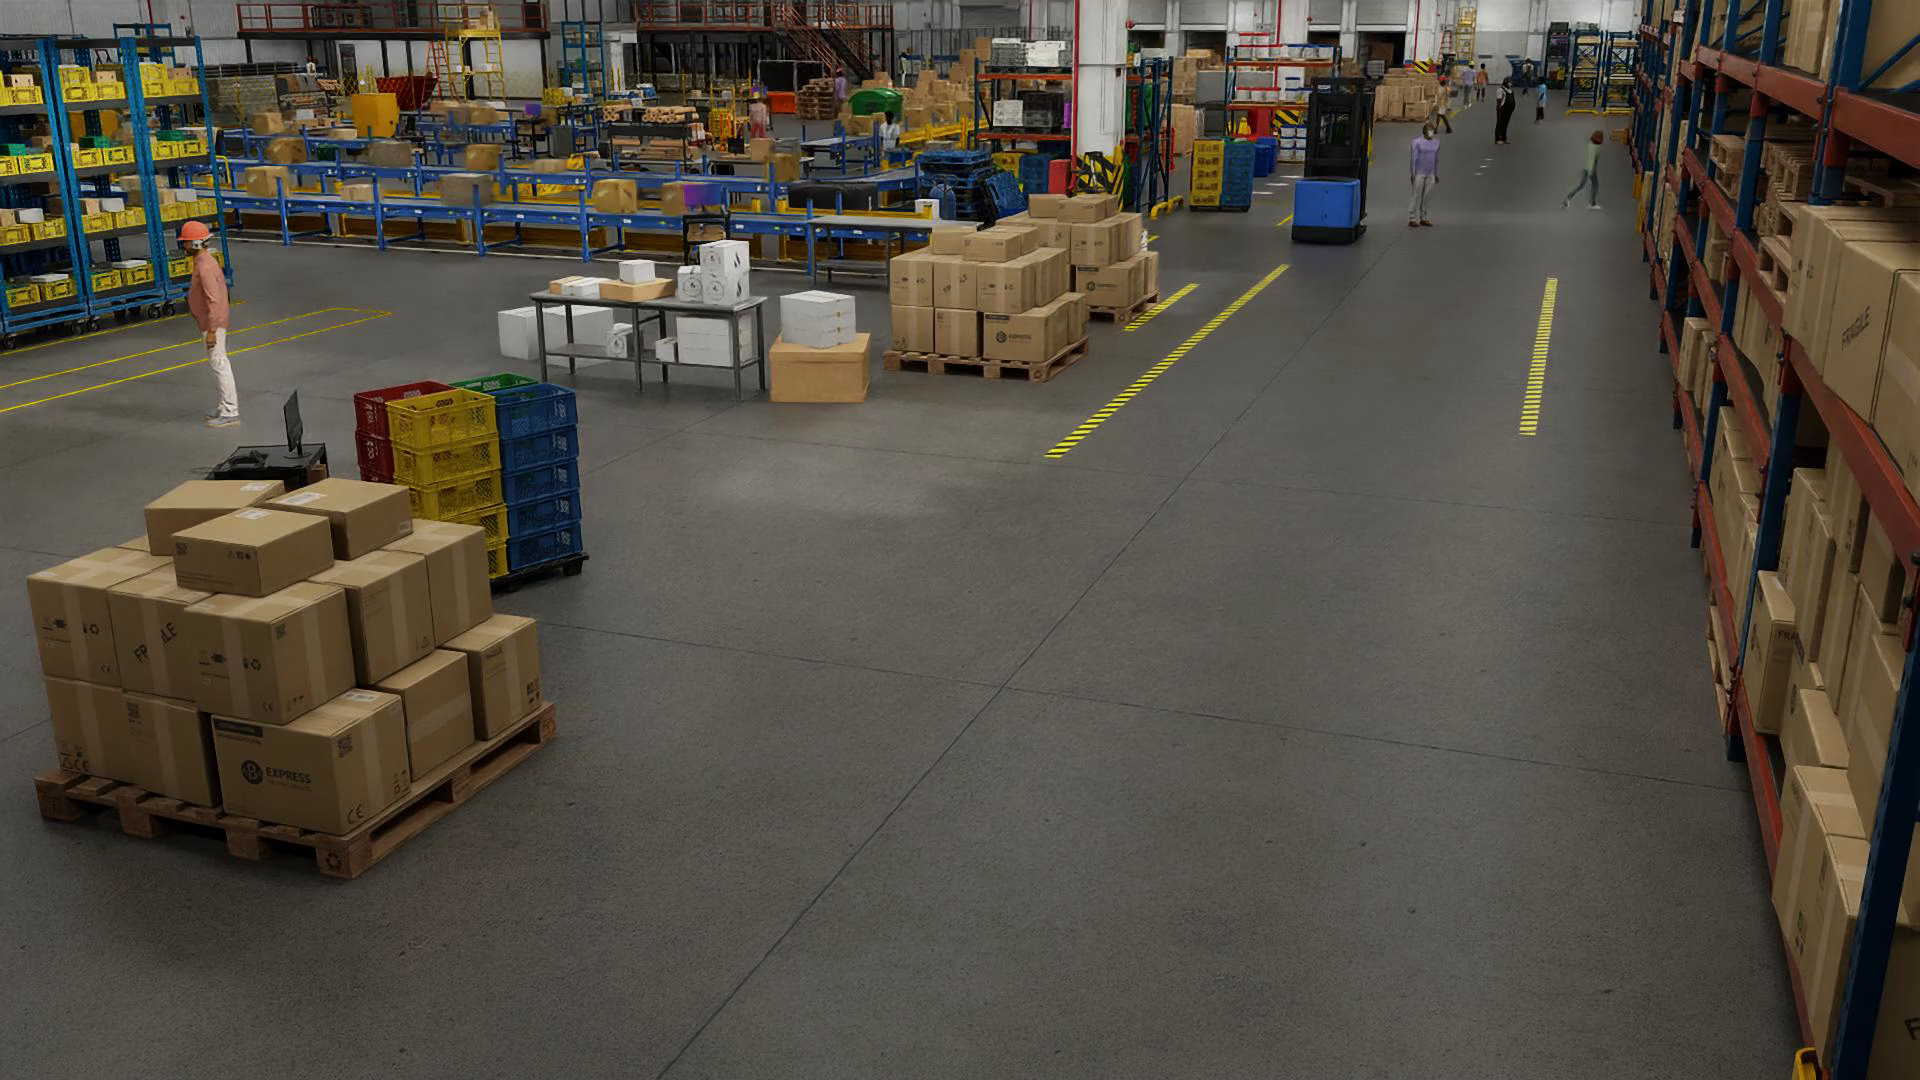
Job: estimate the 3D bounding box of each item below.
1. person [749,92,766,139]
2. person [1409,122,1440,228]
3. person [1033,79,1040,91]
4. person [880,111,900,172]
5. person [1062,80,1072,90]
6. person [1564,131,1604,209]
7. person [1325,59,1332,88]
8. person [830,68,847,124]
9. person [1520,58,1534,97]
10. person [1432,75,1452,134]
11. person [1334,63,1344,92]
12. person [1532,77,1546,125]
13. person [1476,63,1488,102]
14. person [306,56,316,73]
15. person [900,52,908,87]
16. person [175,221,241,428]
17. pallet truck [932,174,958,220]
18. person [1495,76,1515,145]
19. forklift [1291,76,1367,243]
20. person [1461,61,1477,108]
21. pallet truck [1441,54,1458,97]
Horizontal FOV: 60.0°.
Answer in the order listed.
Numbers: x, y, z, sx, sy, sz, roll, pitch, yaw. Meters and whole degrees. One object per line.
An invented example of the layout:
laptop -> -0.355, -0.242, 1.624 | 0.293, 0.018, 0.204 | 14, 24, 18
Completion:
person -> -5.695, -11.665, 46.658 | 0.527, 1.746, 0.658 | 5, 18, 14
person -> 8.713, -6.850, 31.205 | 0.627, 1.941, 0.370 | -7, 19, -20
person -> 2.946, -17.501, 64.821 | 0.528, 1.849, 0.716 | -1, 18, -4
person -> -1.696, -9.207, 39.048 | 0.557, 1.657, 0.817 | 9, 20, 25
person -> 5.408, -23.235, 82.784 | 0.862, 1.878, 0.621 | 3, 18, 9
person -> 12.808, -7.549, 33.953 | 0.748, 1.595, 0.516 | -2, 18, -5
person -> 17.958, -22.680, 81.308 | 0.838, 1.705, 0.506 | 6, 19, 19
person -> -4.185, -15.822, 59.339 | 0.998, 1.997, 0.635 | 11, 21, 31
person -> 26.865, -21.918, 78.772 | 0.525, 1.813, 0.930 | -1, 18, -3
person -> 15.986, -14.389, 54.985 | 0.950, 1.892, 0.532 | -5, 18, -17
person -> 16.865, -20.274, 73.739 | 0.904, 1.723, 0.525 | 2, 18, 6
person -> 20.836, -15.799, 59.768 | 0.321, 1.670, 0.750 | 0, 18, -1
person -> 23.445, -20.548, 74.693 | 0.536, 1.665, 0.816 | 1, 18, 4
person -> -30.364, -21.678, 77.883 | 0.357, 1.886, 0.573 | 6, 19, 18
person -> -2.962, -24.728, 87.537 | 0.430, 1.845, 0.620 | 0, 18, 2
person -> -7.302, -2.095, 16.176 | 0.394, 1.992, 0.622 | -8, 19, -22
pallet truck -> -0.507, -5.292, 27.348 | 0.653, 1.274, 1.630 | 6, 19, 19
person -> 16.636, -13.095, 50.664 | 0.683, 2.000, 0.538 | -15, 23, -39
forklift -> 6.598, -6.755, 29.381 | 1.129, 2.768, 1.873 | 6, 19, 19
person -> 21.360, -19.087, 69.739 | 0.963, 1.883, 0.613 | -17, 24, -42
pallet truck -> 22.765, -21.886, 78.355 | 0.823, 1.965, 1.885 | -4, 18, -14
